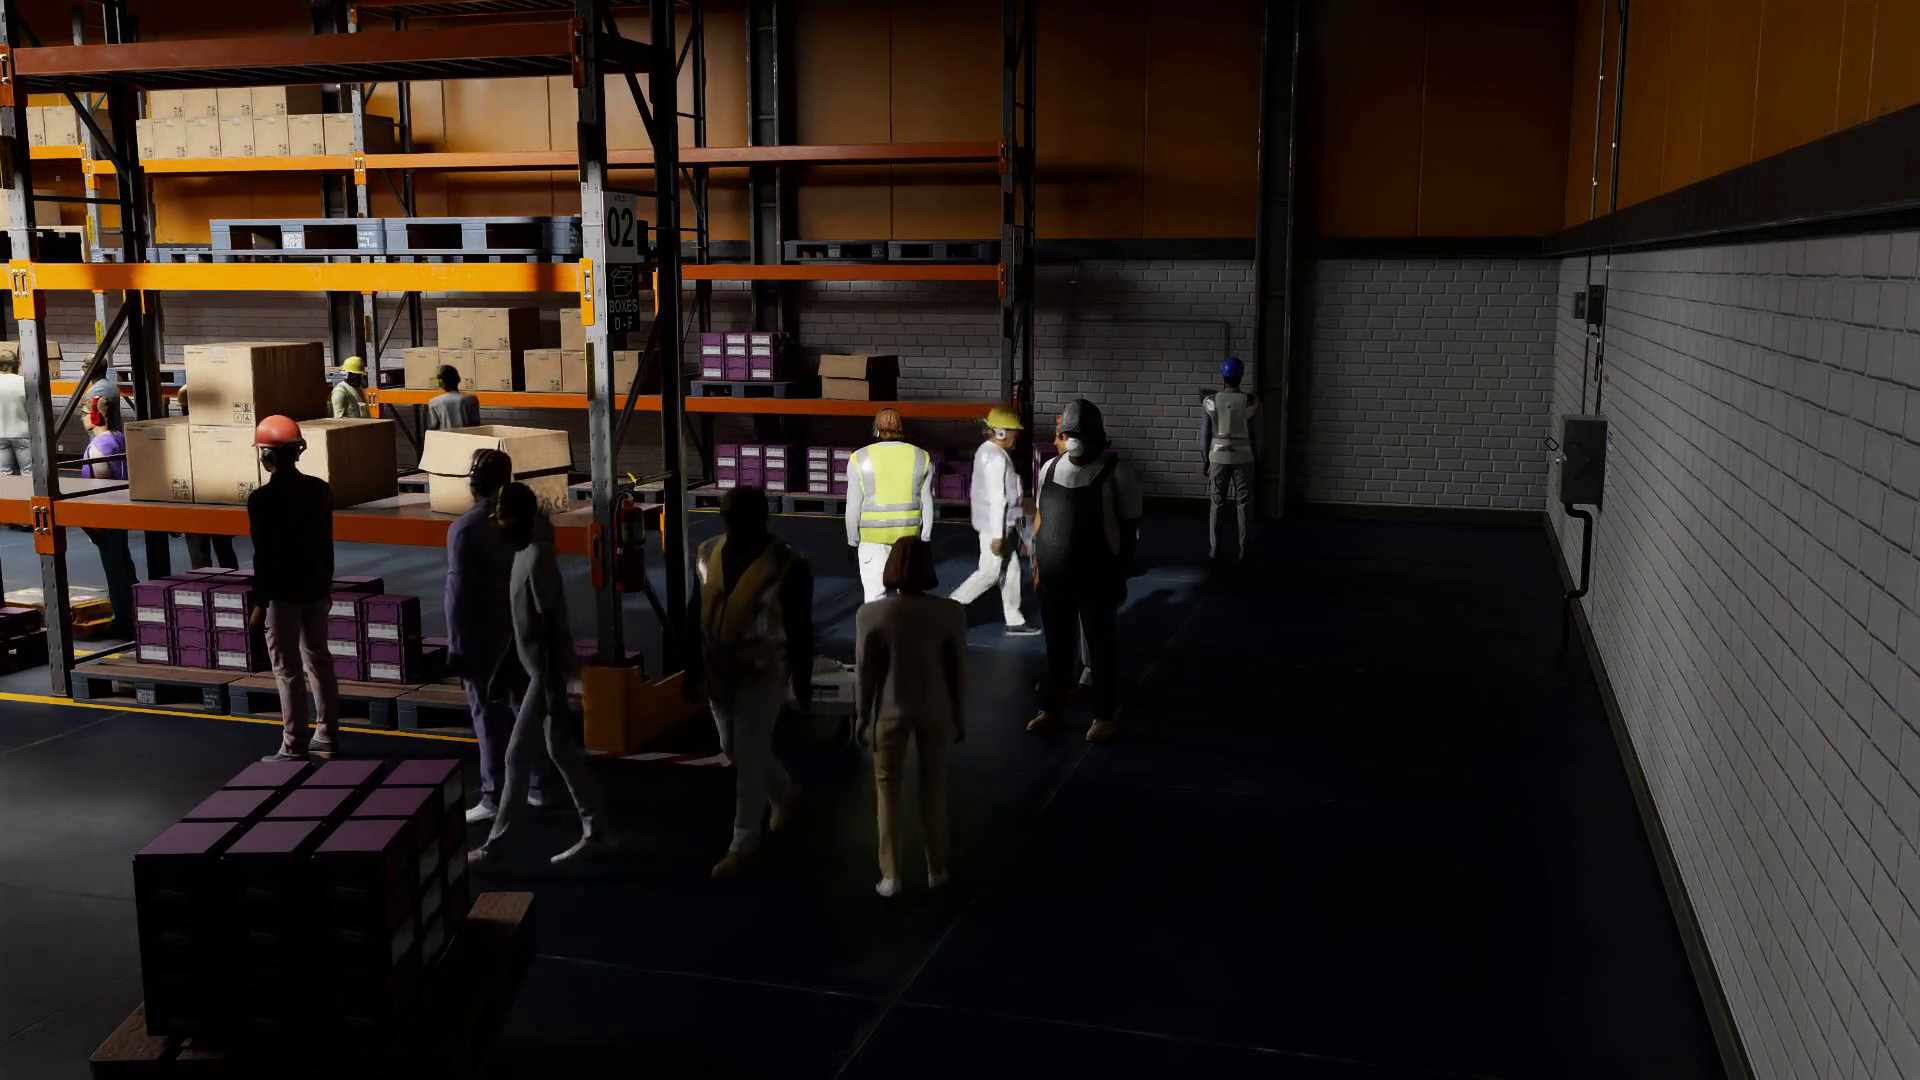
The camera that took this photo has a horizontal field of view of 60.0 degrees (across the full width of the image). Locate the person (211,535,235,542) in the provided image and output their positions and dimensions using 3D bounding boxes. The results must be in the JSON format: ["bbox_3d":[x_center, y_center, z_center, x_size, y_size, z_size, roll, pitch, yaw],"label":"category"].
[{"bbox_3d":[-7.719,-0.904,17.077,0.330,1.844,0.520,0,9,1],"label":"person"}]

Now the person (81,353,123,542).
[{"bbox_3d":[-8.774,-0.943,17.036,0.372,1.940,0.631,-2,10,-14],"label":"person"}]

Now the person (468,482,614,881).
[{"bbox_3d":[-2.035,0.646,7.726,0.847,1.815,0.545,-3,10,-16],"label":"person"}]

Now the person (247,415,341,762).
[{"bbox_3d":[-3.742,0.298,9.300,0.388,1.992,0.625,3,10,18],"label":"person"}]

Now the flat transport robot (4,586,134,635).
[{"bbox_3d":[-7.083,0.533,13.111,1.431,0.197,0.652,4,10,25],"label":"flat transport robot"}]

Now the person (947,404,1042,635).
[{"bbox_3d":[0.197,-0.130,12.533,0.815,1.798,0.595,-1,9,-5],"label":"person"}]

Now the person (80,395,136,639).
[{"bbox_3d":[-6.462,-0.178,12.666,0.390,1.842,0.565,-2,10,-13],"label":"person"}]

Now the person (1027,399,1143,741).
[{"bbox_3d":[0.700,0.177,9.899,0.678,2.000,0.537,6,11,31],"label":"person"}]

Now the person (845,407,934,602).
[{"bbox_3d":[-0.498,-0.014,11.670,0.636,1.842,0.429,-2,10,-15],"label":"person"}]

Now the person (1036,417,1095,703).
[{"bbox_3d":[0.750,0.110,10.793,0.357,1.882,0.573,-5,11,-29],"label":"person"}]

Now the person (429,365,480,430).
[{"bbox_3d":[-5.049,-0.857,16.858,0.556,1.822,0.887,-2,9,-11],"label":"person"}]

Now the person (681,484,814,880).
[{"bbox_3d":[-0.978,0.617,7.913,0.615,1.808,0.850,5,11,29],"label":"person"}]

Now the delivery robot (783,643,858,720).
[{"bbox_3d":[-0.883,0.863,9.947,0.707,0.478,0.477,2,10,11],"label":"delivery robot"}]

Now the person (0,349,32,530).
[{"bbox_3d":[-10.120,-1.065,17.798,0.627,1.934,0.370,-2,10,-11],"label":"person"}]

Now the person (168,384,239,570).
[{"bbox_3d":[-5.822,-0.240,12.784,0.386,1.927,0.589,5,11,30],"label":"person"}]

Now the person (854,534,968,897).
[{"bbox_3d":[-0.216,0.789,7.434,0.506,1.638,0.298,-1,9,-5],"label":"person"}]

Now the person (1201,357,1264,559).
[{"bbox_3d":[2.618,-0.780,16.007,0.605,1.951,0.380,2,10,14],"label":"person"}]

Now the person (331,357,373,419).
[{"bbox_3d":[-6.749,-1.132,18.546,0.403,1.818,0.601,0,9,3],"label":"person"}]

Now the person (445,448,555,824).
[{"bbox_3d":[-2.356,0.481,8.491,0.397,1.902,0.646,6,11,32],"label":"person"}]
